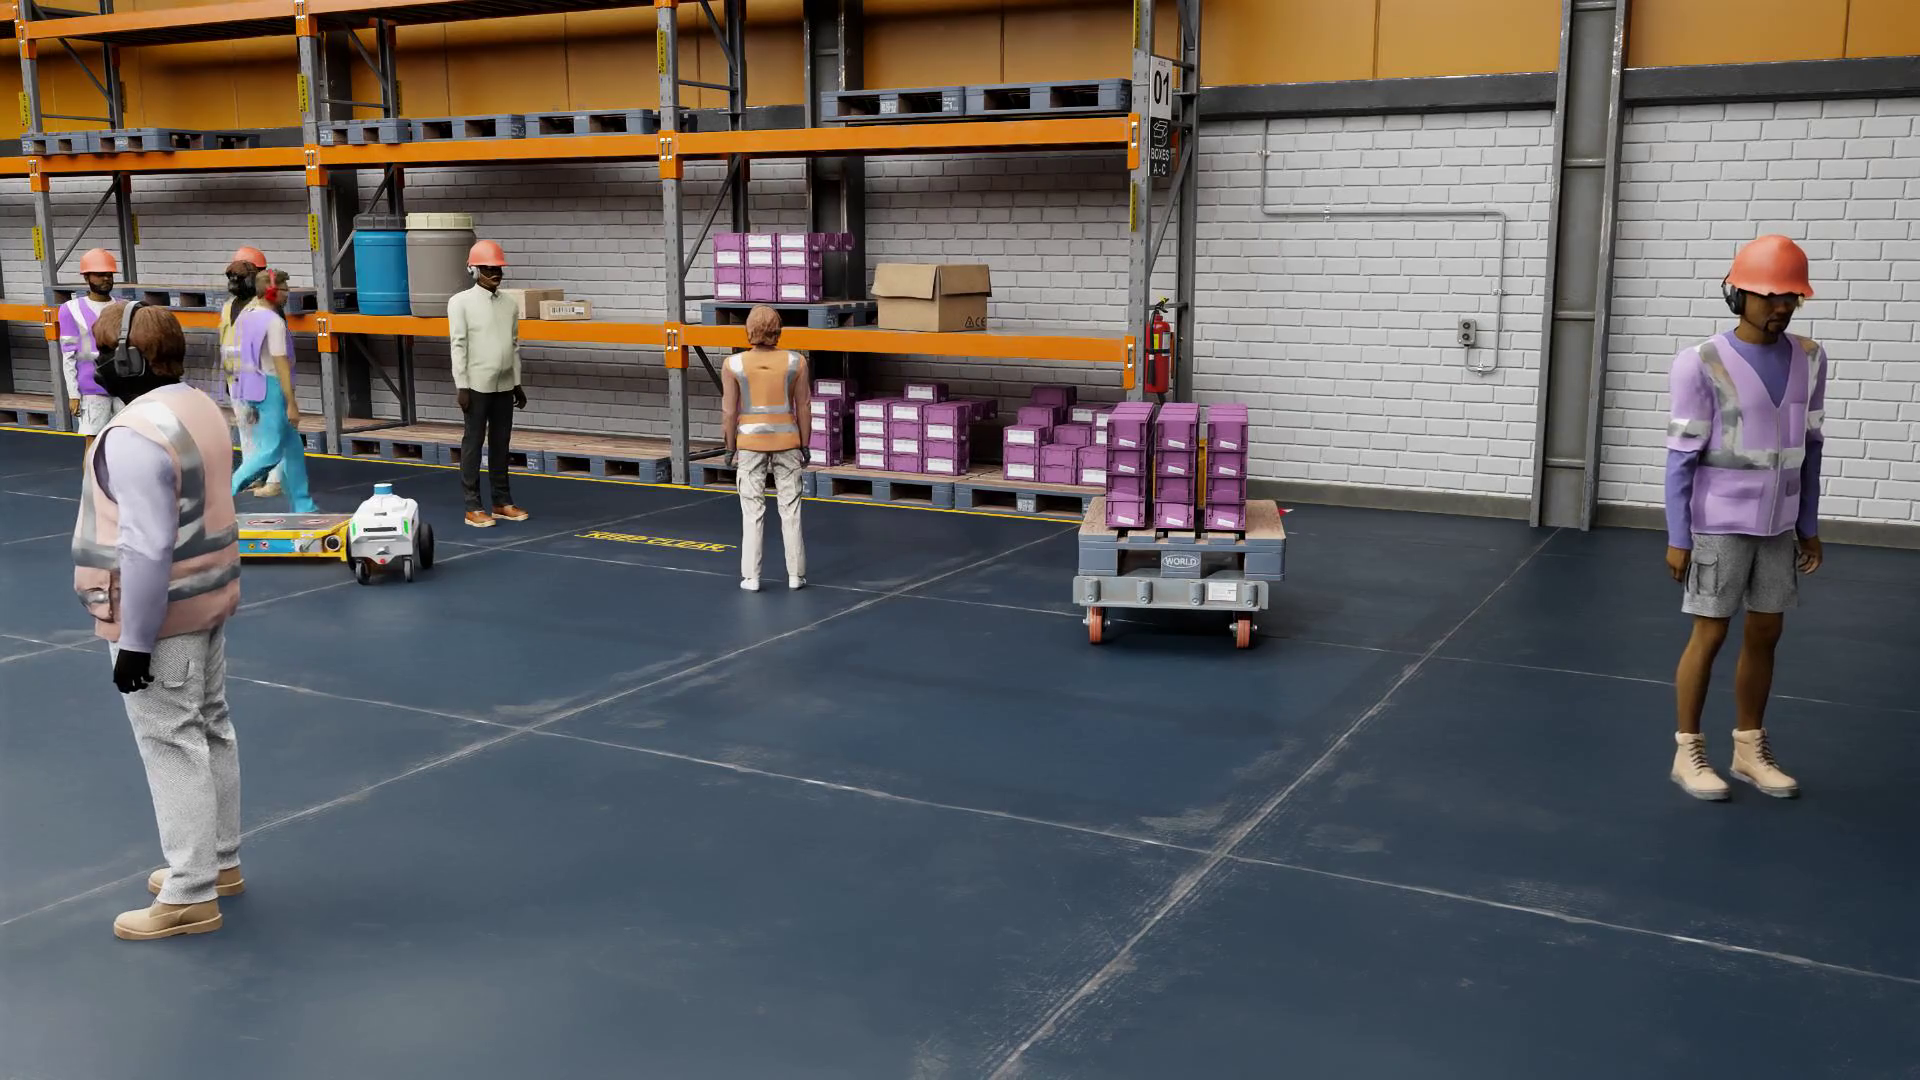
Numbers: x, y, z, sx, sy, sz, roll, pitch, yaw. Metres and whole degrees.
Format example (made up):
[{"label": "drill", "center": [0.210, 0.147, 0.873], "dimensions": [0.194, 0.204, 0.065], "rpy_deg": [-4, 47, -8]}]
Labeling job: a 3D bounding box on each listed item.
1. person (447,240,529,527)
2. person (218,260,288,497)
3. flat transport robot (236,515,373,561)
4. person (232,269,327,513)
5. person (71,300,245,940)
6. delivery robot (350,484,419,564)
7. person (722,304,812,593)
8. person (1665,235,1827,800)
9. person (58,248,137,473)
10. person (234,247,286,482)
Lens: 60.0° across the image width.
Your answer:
[{"label": "person", "center": [-3.310, -1.100, 11.725], "dimensions": [0.386, 1.996, 0.610], "rpy_deg": [6, 12, 32]}, {"label": "person", "center": [-5.543, -1.257, 13.010], "dimensions": [0.635, 1.842, 0.429], "rpy_deg": [6, 12, 30]}, {"label": "flat transport robot", "center": [-4.316, -0.024, 10.559], "dimensions": [1.431, 0.197, 0.652], "rpy_deg": [0, 10, 0]}, {"label": "person", "center": [-4.851, -0.973, 11.568], "dimensions": [0.869, 1.812, 0.578], "rpy_deg": [-8, 13, -38]}, {"label": "person", "center": [-2.332, 0.230, 4.860], "dimensions": [0.429, 1.842, 0.633], "rpy_deg": [-1, 10, -8]}, {"label": "delivery robot", "center": [-3.420, -0.092, 9.895], "dimensions": [0.477, 0.478, 0.707], "rpy_deg": [-3, 11, -14]}, {"label": "person", "center": [-1.094, -0.512, 9.475], "dimensions": [0.513, 1.642, 0.311], "rpy_deg": [-2, 11, -10]}, {"label": "person", "center": [2.821, -0.061, 5.961], "dimensions": [0.614, 2.029, 0.408], "rpy_deg": [-3, 11, -14]}, {"label": "person", "center": [-6.013, -1.075, 11.739], "dimensions": [0.350, 1.942, 0.545], "rpy_deg": [10, 14, 44]}, {"label": "person", "center": [-5.835, -1.455, 13.829], "dimensions": [0.354, 1.939, 0.544], "rpy_deg": [-8, 13, -38]}]
